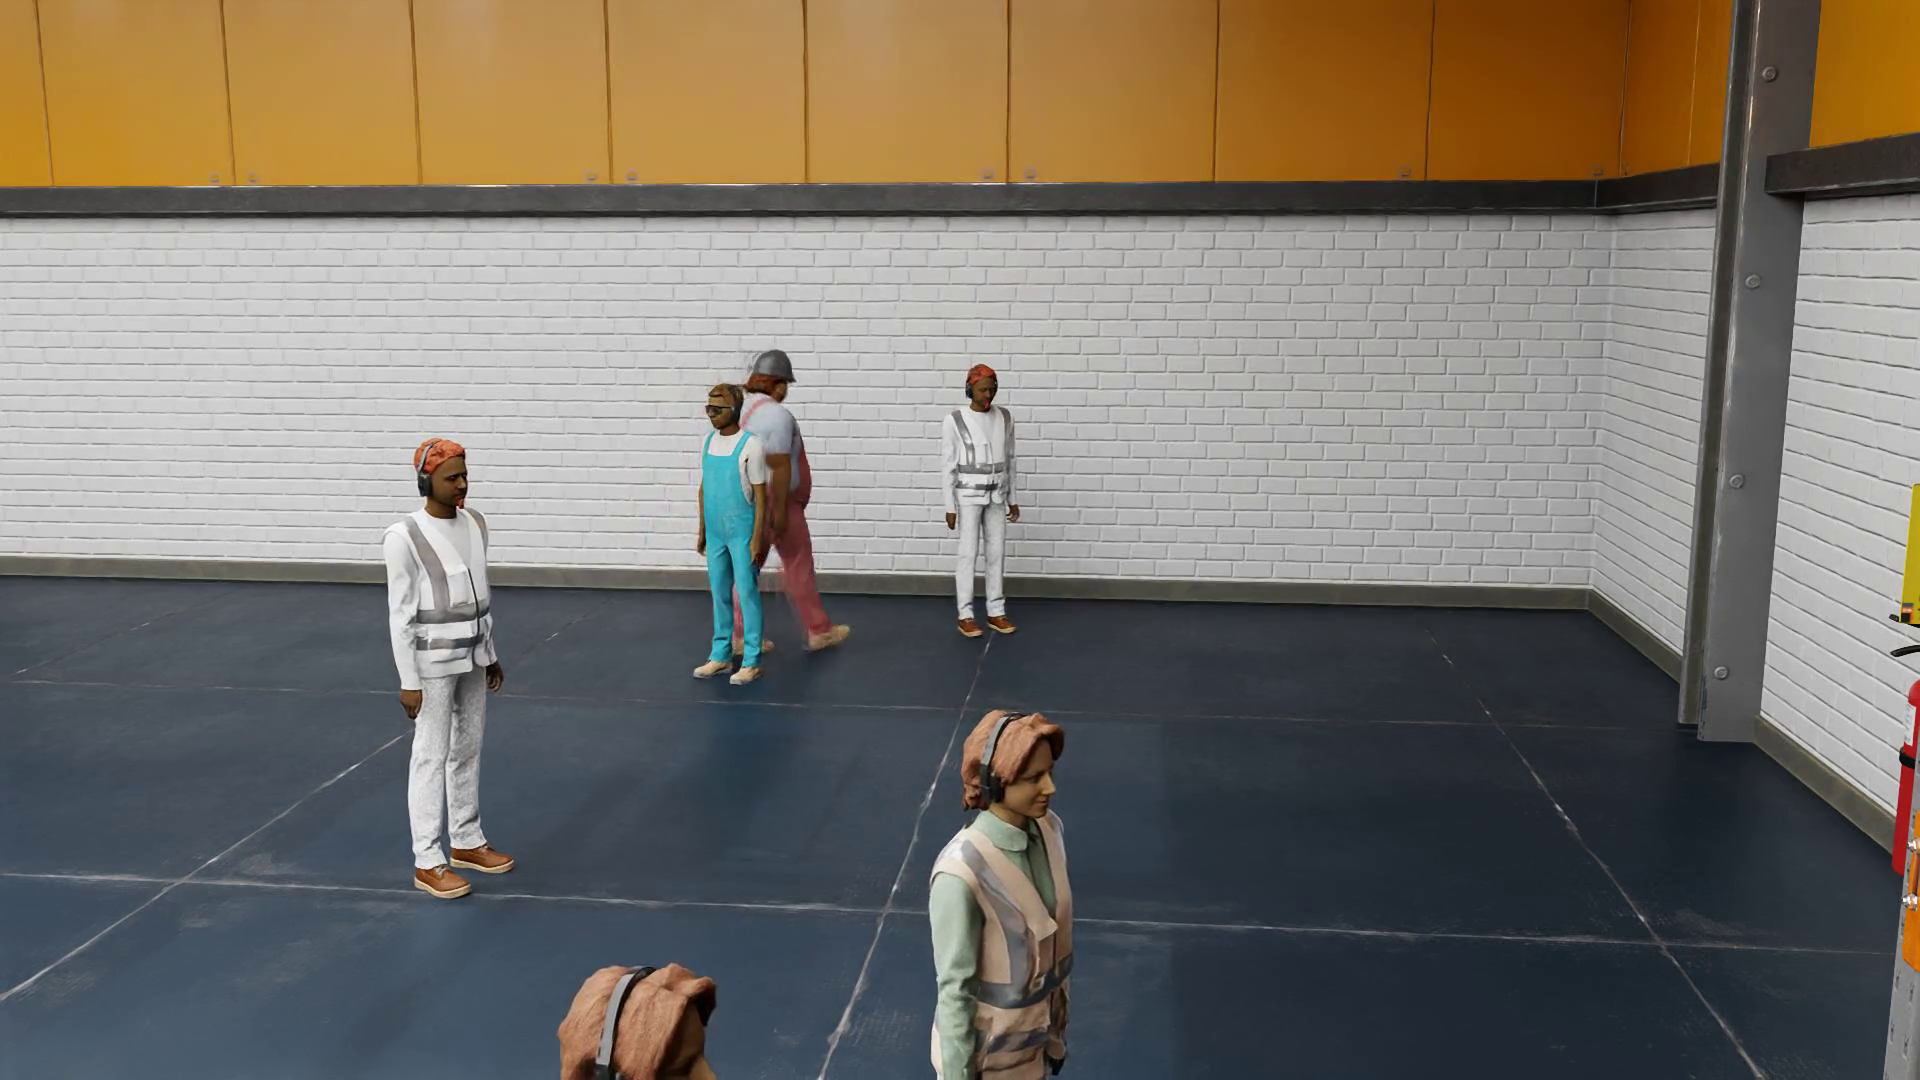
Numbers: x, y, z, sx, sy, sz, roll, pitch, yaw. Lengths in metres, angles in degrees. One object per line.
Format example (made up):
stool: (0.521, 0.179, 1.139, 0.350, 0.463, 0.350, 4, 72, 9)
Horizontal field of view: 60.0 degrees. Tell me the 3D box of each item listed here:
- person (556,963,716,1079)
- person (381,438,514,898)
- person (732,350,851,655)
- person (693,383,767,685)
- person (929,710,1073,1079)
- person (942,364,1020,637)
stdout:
person: (-0.469, 1.412, 2.473, 0.312, 1.642, 0.512, 2, 10, 9)
person: (-2.115, 0.517, 6.898, 0.343, 1.882, 0.586, 4, 11, 21)
person: (-1.174, -0.272, 10.971, 0.934, 2.000, 0.697, -8, 13, -38)
person: (-1.414, -0.039, 10.192, 0.513, 1.845, 0.340, 7, 12, 33)
person: (0.096, 1.182, 3.793, 0.313, 1.639, 0.517, 5, 11, 28)
person: (0.145, -0.270, 11.436, 0.589, 1.878, 0.372, -6, 12, -31)
